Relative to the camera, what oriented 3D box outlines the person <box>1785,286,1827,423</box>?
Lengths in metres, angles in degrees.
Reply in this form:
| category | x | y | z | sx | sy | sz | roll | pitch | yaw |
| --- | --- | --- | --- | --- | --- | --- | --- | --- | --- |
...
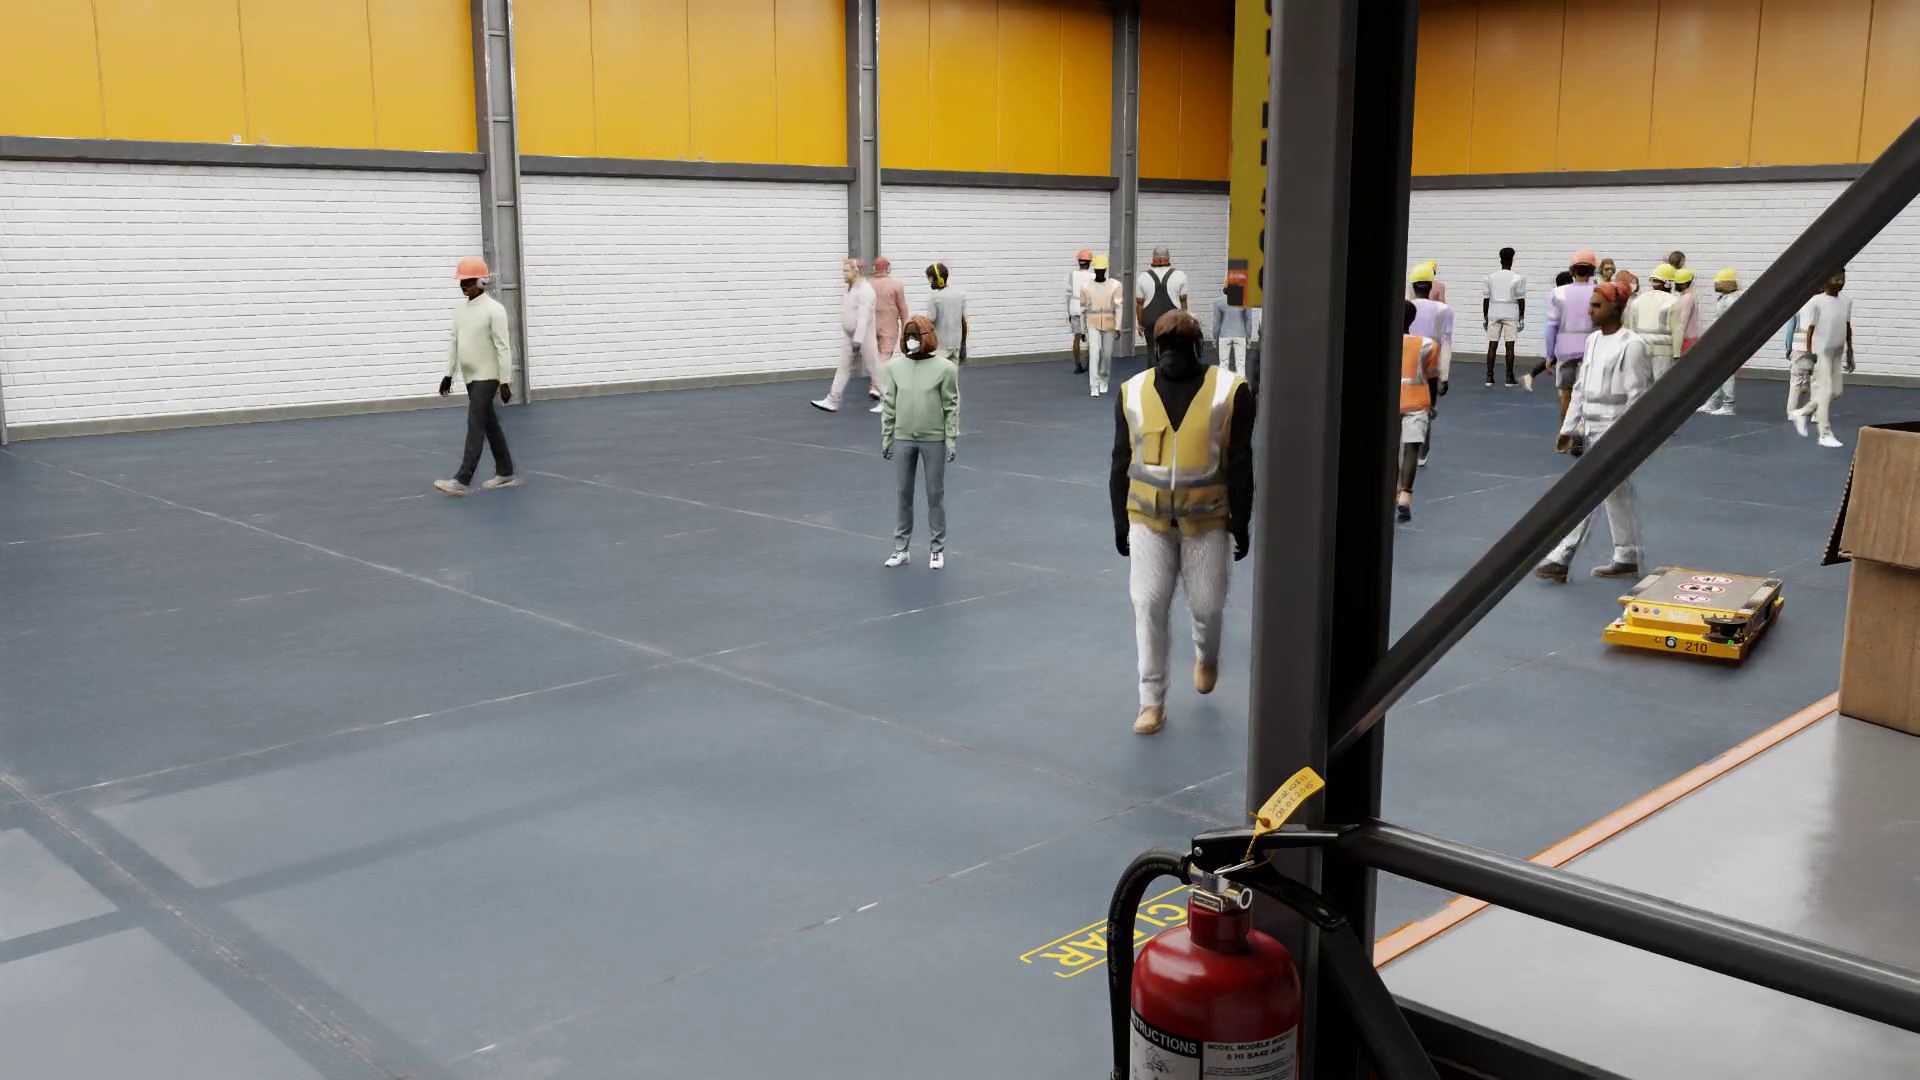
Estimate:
| category | x | y | z | sx | sy | sz | roll | pitch | yaw |
| --- | --- | --- | --- | --- | --- | --- | --- | --- | --- |
| person | 9.687 | -2.149 | 18.955 | 0.524 | 1.639 | 0.308 | 9 | 13 | 39 |

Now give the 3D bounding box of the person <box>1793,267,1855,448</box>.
| category | x | y | z | sx | sy | sz | roll | pitch | yaw |
| --- | --- | --- | --- | --- | --- | --- | --- | --- | --- |
| person | 8.840 | -1.894 | 16.979 | 0.528 | 1.852 | 0.710 | -3 | 11 | -17 |

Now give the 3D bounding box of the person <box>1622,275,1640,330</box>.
| category | x | y | z | sx | sy | sz | roll | pitch | yaw |
| --- | --- | --- | --- | --- | --- | --- | --- | --- | --- |
| person | 9.341 | -2.951 | 23.481 | 0.512 | 1.590 | 0.853 | -4 | 11 | -20 |

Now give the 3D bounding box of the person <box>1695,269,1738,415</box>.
| category | x | y | z | sx | sy | sz | roll | pitch | yaw |
| --- | --- | --- | --- | --- | --- | --- | --- | --- | --- |
| person | 9.046 | -2.355 | 19.854 | 0.542 | 1.727 | 0.503 | 3 | 11 | 15 |

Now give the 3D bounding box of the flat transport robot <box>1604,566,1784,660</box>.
| category | x | y | z | sx | sy | sz | roll | pitch | yaw |
| --- | --- | --- | --- | --- | --- | --- | --- | --- | --- |
| flat transport robot | 3.985 | 0.368 | 8.969 | 0.652 | 0.197 | 1.431 | 7 | 12 | 33 |

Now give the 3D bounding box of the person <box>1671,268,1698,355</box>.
| category | x | y | z | sx | sy | sz | roll | pitch | yaw |
| --- | --- | --- | --- | --- | --- | --- | --- | --- | --- |
| person | 8.954 | -2.529 | 20.812 | 0.779 | 1.710 | 0.589 | 4 | 11 | 19 |

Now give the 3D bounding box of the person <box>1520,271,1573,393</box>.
| category | x | y | z | sx | sy | sz | roll | pitch | yaw |
| --- | --- | --- | --- | --- | --- | --- | --- | --- | --- |
| person | 7.835 | -2.712 | 21.944 | 0.732 | 1.672 | 0.538 | 4 | 11 | 23 |

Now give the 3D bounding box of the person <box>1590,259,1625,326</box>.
| category | x | y | z | sx | sy | sz | roll | pitch | yaw |
| --- | --- | --- | --- | --- | --- | --- | --- | --- | --- |
| person | 8.894 | -2.951 | 22.888 | 0.537 | 1.797 | 0.932 | -1 | 10 | -3 |

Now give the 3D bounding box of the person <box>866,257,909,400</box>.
| category | x | y | z | sx | sy | sz | roll | pitch | yaw |
| --- | --- | --- | --- | --- | --- | --- | --- | --- | --- |
| person | -1.008 | -2.774 | 21.795 | 0.641 | 1.862 | 1.002 | 5 | 12 | 26 |

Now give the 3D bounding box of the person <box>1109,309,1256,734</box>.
| category | x | y | z | sx | sy | sz | roll | pitch | yaw |
| --- | --- | --- | --- | --- | --- | --- | --- | --- | --- |
| person | 0.965 | -0.097 | 7.270 | 0.642 | 1.822 | 0.652 | 3 | 11 | 16 |

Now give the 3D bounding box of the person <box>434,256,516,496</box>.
| category | x | y | z | sx | sy | sz | roll | pitch | yaw |
| --- | --- | --- | --- | --- | --- | --- | --- | --- | --- |
| person | -4.038 | -1.352 | 13.780 | 0.624 | 1.980 | 0.763 | 10 | 14 | 43 |

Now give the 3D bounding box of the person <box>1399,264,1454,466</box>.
| category | x | y | z | sx | sy | sz | roll | pitch | yaw |
| --- | --- | --- | --- | --- | --- | --- | --- | --- | --- |
| person | 4.124 | -1.538 | 15.019 | 0.601 | 1.876 | 1.047 | 4 | 11 | 19 |

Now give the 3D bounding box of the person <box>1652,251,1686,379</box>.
| category | x | y | z | sx | sy | sz | roll | pitch | yaw |
| --- | --- | --- | --- | --- | --- | --- | --- | --- | --- |
| person | 10.575 | -3.300 | 24.531 | 0.979 | 1.892 | 0.643 | 4 | 11 | 22 |

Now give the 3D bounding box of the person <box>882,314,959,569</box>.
| category | x | y | z | sx | sy | sz | roll | pitch | yaw |
| --- | --- | --- | --- | --- | --- | --- | --- | --- | --- |
| person | -0.259 | -0.626 | 10.668 | 0.503 | 1.632 | 0.274 | 3 | 11 | 15 |

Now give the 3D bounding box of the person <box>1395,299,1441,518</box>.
| category | x | y | z | sx | sy | sz | roll | pitch | yaw |
| --- | --- | --- | --- | --- | --- | --- | --- | --- | --- |
| person | 3.374 | -1.011 | 12.697 | 0.531 | 1.659 | 0.868 | 3 | 11 | 18 |

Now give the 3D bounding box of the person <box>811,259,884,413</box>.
| category | x | y | z | sx | sy | sz | roll | pitch | yaw |
| --- | --- | --- | --- | --- | --- | --- | --- | --- | --- |
| person | -1.259 | -2.434 | 19.953 | 1.020 | 1.846 | 0.652 | -6 | 12 | -30 |

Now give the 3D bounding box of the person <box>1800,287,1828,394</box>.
| category | x | y | z | sx | sy | sz | roll | pitch | yaw |
| --- | --- | --- | --- | --- | --- | --- | --- | --- | --- |
| person | 11.417 | -2.834 | 22.142 | 0.429 | 1.845 | 0.627 | -4 | 11 | -19 |

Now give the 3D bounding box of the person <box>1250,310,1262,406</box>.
| category | x | y | z | sx | sy | sz | roll | pitch | yaw |
| --- | --- | --- | --- | --- | --- | --- | --- | --- | --- |
| person | 2.535 | -1.193 | 13.080 | 0.585 | 1.876 | 0.713 | -5 | 11 | -25 |

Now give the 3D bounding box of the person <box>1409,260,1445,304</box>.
| category | x | y | z | sx | sy | sz | roll | pitch | yaw |
| --- | --- | --- | --- | --- | --- | --- | --- | --- | --- |
| person | 7.009 | -3.316 | 24.977 | 0.535 | 1.767 | 0.315 | 5 | 11 | 24 |

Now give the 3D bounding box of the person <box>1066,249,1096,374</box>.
| category | x | y | z | sx | sy | sz | roll | pitch | yaw |
| --- | --- | --- | --- | --- | --- | --- | --- | --- | --- |
| person | 1.921 | -3.536 | 25.780 | 0.544 | 1.919 | 0.577 | 4 | 11 | 21 |

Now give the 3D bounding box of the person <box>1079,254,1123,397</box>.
| category | x | y | z | sx | sy | sz | roll | pitch | yaw |
| --- | --- | --- | --- | --- | --- | --- | --- | --- | --- |
| person | 1.881 | -2.880 | 22.269 | 0.580 | 1.891 | 0.924 | 0 | 10 | 2 |

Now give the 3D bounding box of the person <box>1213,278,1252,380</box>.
| category | x | y | z | sx | sy | sz | roll | pitch | yaw |
| --- | --- | --- | --- | --- | --- | --- | --- | --- | --- |
| person | 3.465 | -2.553 | 21.174 | 0.497 | 1.633 | 0.279 | 2 | 11 | 10 |

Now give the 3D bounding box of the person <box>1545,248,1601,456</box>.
| category | x | y | z | sx | sy | sz | roll | pitch | yaw |
| --- | --- | --- | --- | --- | --- | --- | --- | --- | --- |
| person | 6.036 | -1.833 | 16.232 | 0.624 | 2.019 | 0.934 | 4 | 11 | 20 |

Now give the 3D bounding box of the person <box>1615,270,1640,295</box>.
| category | x | y | z | sx | sy | sz | roll | pitch | yaw |
| --- | --- | --- | --- | --- | --- | --- | --- | --- | --- |
| person | 9.461 | -3.045 | 23.836 | 0.514 | 1.642 | 0.311 | 5 | 11 | 24 |

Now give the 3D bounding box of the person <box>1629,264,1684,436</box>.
| category | x | y | z | sx | sy | sz | roll | pitch | yaw |
| --- | --- | --- | --- | --- | --- | --- | --- | --- | --- |
| person | 7.419 | -2.016 | 17.707 | 0.404 | 1.829 | 0.600 | -7 | 13 | -34 |

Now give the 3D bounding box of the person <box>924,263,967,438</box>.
| category | x | y | z | sx | sy | sz | roll | pitch | yaw |
| --- | --- | --- | --- | --- | --- | --- | --- | --- | --- |
| person | -0.136 | -1.979 | 17.503 | 0.586 | 1.839 | 0.398 | -8 | 13 | -37 |

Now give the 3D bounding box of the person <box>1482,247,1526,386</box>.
| category | x | y | z | sx | sy | sz | roll | pitch | yaw |
| --- | --- | --- | --- | --- | --- | --- | --- | --- | --- |
| person | 7.705 | -3.157 | 23.563 | 0.607 | 1.966 | 0.366 | 7 | 12 | 33 |

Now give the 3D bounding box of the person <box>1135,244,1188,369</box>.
| category | x | y | z | sx | sy | sz | roll | pitch | yaw |
| --- | --- | --- | --- | --- | --- | --- | --- | --- | --- |
| person | 2.690 | -2.952 | 22.242 | 0.701 | 2.000 | 0.596 | 2 | 11 | 11 |

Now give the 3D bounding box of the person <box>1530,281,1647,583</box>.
| category | x | y | z | sx | sy | sz | roll | pitch | yaw |
| --- | --- | --- | --- | --- | --- | --- | --- | --- | --- |
| person | 3.855 | -0.652 | 10.235 | 0.911 | 1.845 | 0.590 | -1 | 10 | -3 |
